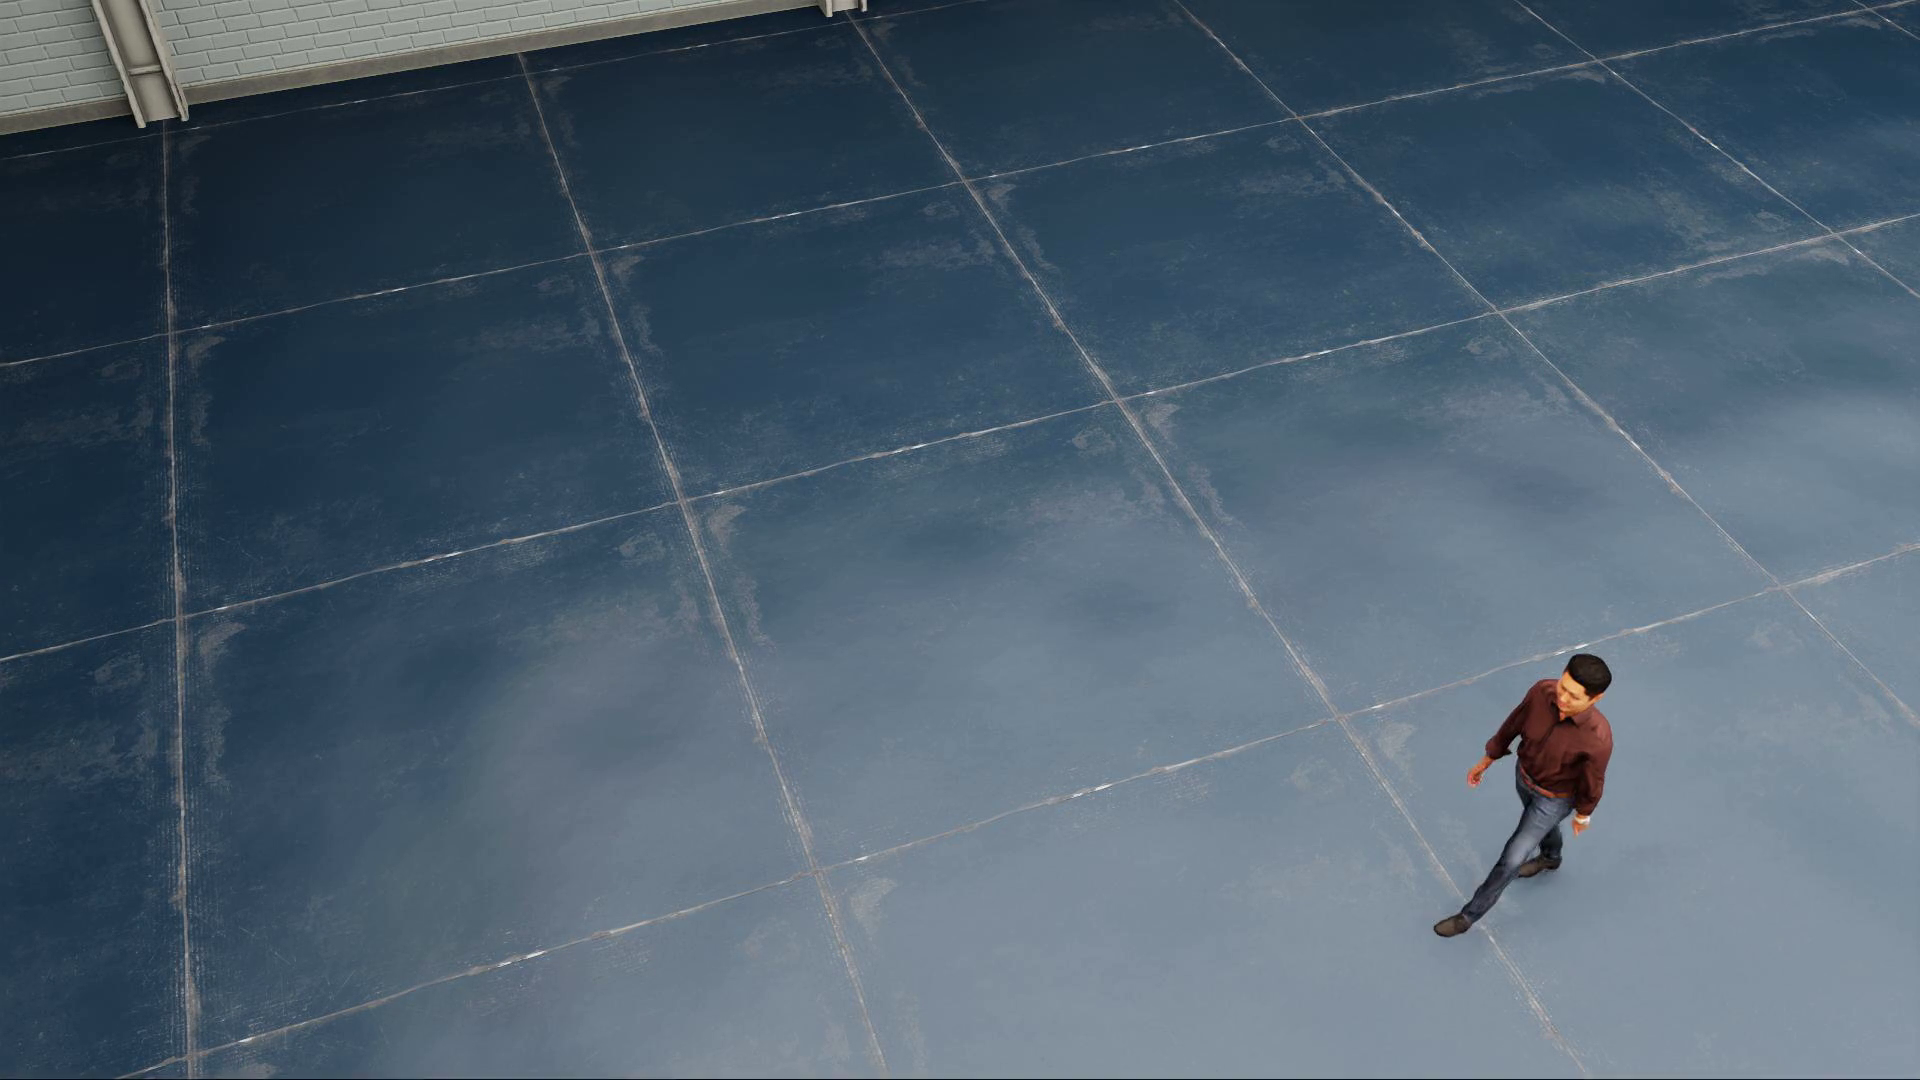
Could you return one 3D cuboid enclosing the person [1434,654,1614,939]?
[{"bbox_3d":[2.784,1.118,7.753,1.150,1.724,0.735,-18,46,-18],"label":"person"}]
